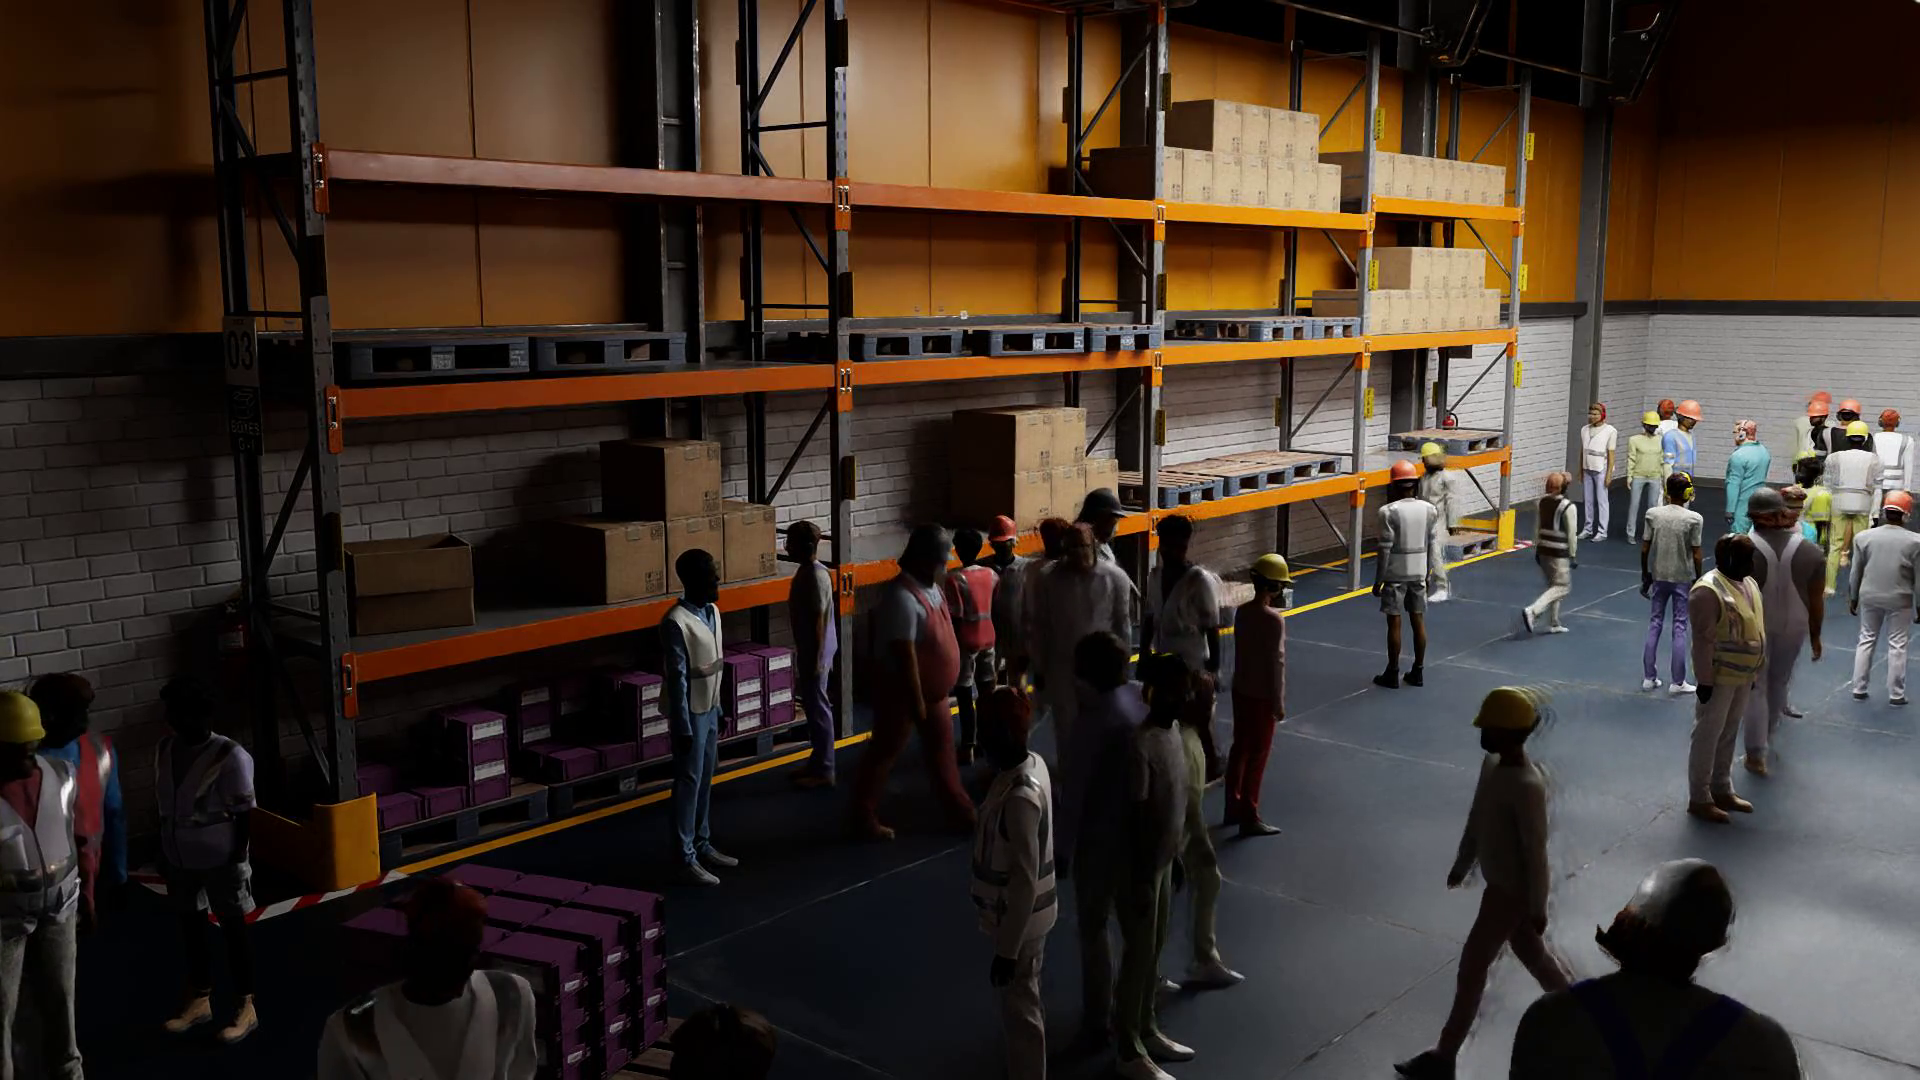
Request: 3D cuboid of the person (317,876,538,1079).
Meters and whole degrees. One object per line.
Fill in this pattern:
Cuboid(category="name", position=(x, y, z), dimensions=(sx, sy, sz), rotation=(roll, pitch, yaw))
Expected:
Cuboid(category="person", position=(-1.476, 1.808, 4.523), dimensions=(0.663, 1.865, 0.468), rotation=(-6, 11, -35))

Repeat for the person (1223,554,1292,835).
Cuboid(category="person", position=(1.877, 0.955, 10.368), dimensions=(0.374, 1.752, 0.516), rotation=(-3, 9, -17))

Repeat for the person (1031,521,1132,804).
Cuboid(category="person", position=(0.790, 0.805, 10.880), dimensions=(0.660, 1.894, 0.460), rotation=(1, 9, 8))

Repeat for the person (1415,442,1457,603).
Cuboid(category="person", position=(5.055, -0.188, 17.822), dimensions=(0.493, 1.715, 0.491), rotation=(-4, 10, -23))

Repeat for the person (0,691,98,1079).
Cuboid(category="person", position=(-3.753, 1.491, 6.664), dimensions=(0.403, 1.824, 0.594), rotation=(6, 11, 33))

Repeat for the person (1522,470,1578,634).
Cuboid(category="person", position=(5.690, 0.135, 16.032), dimensions=(0.577, 1.620, 0.526), rotation=(-3, 9, -18))

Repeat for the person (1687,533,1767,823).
Cuboid(category="person", position=(4.907, 0.865, 10.643), dimensions=(0.632, 1.843, 0.429), rotation=(-7, 11, -38))

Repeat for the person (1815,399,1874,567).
Cuboid(category="person", position=(10.627, -0.684, 20.043), dimensions=(0.611, 2.030, 0.409), rotation=(5, 10, 31))

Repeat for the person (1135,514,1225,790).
Cuboid(category="person", position=(1.410, 0.779, 10.979), dimensions=(1.027, 1.904, 0.623), rotation=(-5, 10, -30))

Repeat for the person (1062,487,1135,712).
Cuboid(category="person", position=(0.942, 0.628, 11.530), dimensions=(0.534, 2.000, 0.725), rotation=(2, 9, 11))

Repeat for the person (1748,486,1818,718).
Cuboid(category="person", position=(6.440, 0.487, 13.090), dimensions=(0.563, 1.838, 0.390), rotation=(-2, 9, -10))

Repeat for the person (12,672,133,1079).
Cuboid(category="person", position=(-3.795, 1.454, 6.964), dimensions=(0.590, 1.808, 0.665), rotation=(4, 10, 23))

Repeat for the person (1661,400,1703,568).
Cuboid(category="person", position=(8.563, -0.645, 19.756), dimensions=(0.605, 2.035, 0.389), rotation=(-8, 12, -40))

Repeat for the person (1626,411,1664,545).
Cuboid(category="person", position=(8.946, -0.803, 21.661), dimensions=(0.526, 1.762, 0.339), rotation=(1, 9, 6))

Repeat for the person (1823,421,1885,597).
Cuboid(category="person", position=(9.730, -0.341, 18.170), dimensions=(0.587, 1.920, 0.397), rotation=(5, 10, 27))

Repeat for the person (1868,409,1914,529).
Cuboid(category="person", position=(11.293, -0.656, 20.309), dimensions=(0.580, 1.884, 0.352), rotation=(4, 10, 26))

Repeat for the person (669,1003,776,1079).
Cuboid(category="person", position=(-0.486, 1.930, 3.808), dimensions=(0.338, 1.837, 0.503), rotation=(-2, 9, -11))

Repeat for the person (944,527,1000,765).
Cuboid(category="person", position=(0.069, 0.746, 11.857), dimensions=(0.317, 1.699, 0.540), rotation=(7, 12, 40))

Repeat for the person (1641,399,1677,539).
Cuboid(category="person", position=(9.321, -0.924, 22.045), dimensions=(0.574, 1.883, 0.360), rotation=(-2, 9, -15))

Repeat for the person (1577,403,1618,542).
Cuboid(category="person", position=(8.427, -0.893, 21.996), dimensions=(0.387, 1.838, 0.563), rotation=(-4, 10, -24))

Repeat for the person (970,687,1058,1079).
Cuboid(category="person", position=(0.203, 1.486, 6.491), dimensions=(0.353, 1.886, 0.573), rotation=(1, 9, 3))

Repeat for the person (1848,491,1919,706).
Cuboid(category="person", position=(7.544, 0.468, 13.518), dimensions=(0.354, 1.743, 0.578), rotation=(-9, 12, -44))

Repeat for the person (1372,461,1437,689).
Cuboid(category="person", position=(3.734, 0.293, 14.050), dimensions=(0.543, 1.928, 0.374), rotation=(-2, 9, -15))

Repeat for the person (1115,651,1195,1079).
Cuboid(category="person", position=(0.854, 1.393, 7.165), dimensions=(0.333, 1.866, 0.515), rotation=(4, 10, 24))

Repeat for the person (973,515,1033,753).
Cuboid(category="person", position=(0.309, 0.687, 12.070), dimensions=(0.564, 1.751, 0.330), rotation=(1, 9, 10))

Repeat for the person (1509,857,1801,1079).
Cuboid(category="person", position=(1.773, 1.747, 4.311), dimensions=(0.687, 2.000, 1.016), rotation=(4, 10, 24))

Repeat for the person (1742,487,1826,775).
Cuboid(category="person", position=(5.699, 0.579, 11.846), dimensions=(0.698, 2.000, 1.015), rotation=(1, 9, 7))

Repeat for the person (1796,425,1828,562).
Cuboid(category="person", position=(10.435, -0.561, 20.324), dimensions=(0.533, 1.694, 0.320), rotation=(-2, 9, -15))

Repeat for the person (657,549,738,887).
Cuboid(category="person", position=(-1.518, 0.997, 9.533), dimensions=(0.392, 1.921, 0.591), rotation=(2, 9, 12))

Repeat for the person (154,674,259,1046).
Cuboid(category="person", position=(-3.407, 1.427, 7.495), dimensions=(0.533, 1.692, 0.319), rotation=(3, 9, 20))

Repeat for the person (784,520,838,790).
Cuboid(category="person", position=(-1.011, 0.772, 11.273), dimensions=(0.340, 1.838, 0.501), rotation=(-3, 9, -18))

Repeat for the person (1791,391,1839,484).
Cuboid(category="person", position=(11.540, -1.040, 22.557), dimensions=(0.929, 1.967, 0.608), rotation=(-8, 12, -43))

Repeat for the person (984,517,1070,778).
Cuboid(category="person", position=(0.563, 0.760, 11.368), dimensions=(0.981, 1.844, 0.586), rotation=(-4, 10, -26))

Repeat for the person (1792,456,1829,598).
Cuboid(category="person", position=(8.517, -0.008, 16.740), dimensions=(0.434, 1.685, 0.549), rotation=(-1, 9, -8))

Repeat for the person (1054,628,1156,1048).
Cuboid(category="person", position=(0.685, 1.318, 7.545), dimensions=(0.453, 1.915, 0.685), rotation=(9, 12, 44))

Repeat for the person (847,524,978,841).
Cuboid(category="person", position=(-0.236, 0.841, 10.153), dimensions=(0.979, 2.000, 0.733), rotation=(3, 9, 17))

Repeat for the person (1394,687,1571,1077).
Cuboid(category="person", position=(2.376, 1.463, 7.165), dimensions=(0.908, 1.724, 0.524), rotation=(0, 9, 3))

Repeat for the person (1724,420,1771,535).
Cuboid(category="person", position=(8.737, -0.391, 18.577), dimensions=(0.641, 1.898, 0.394), rotation=(-7, 11, -37))

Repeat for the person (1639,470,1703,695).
Cuboid(category="person", position=(5.937, 0.351, 13.864), dimensions=(0.313, 1.869, 0.538), rotation=(-8, 12, -41))

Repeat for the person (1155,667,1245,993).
Cuboid(category="person", position=(1.121, 1.400, 7.928), dimensions=(0.667, 1.608, 0.495), rotation=(3, 9, 16))
